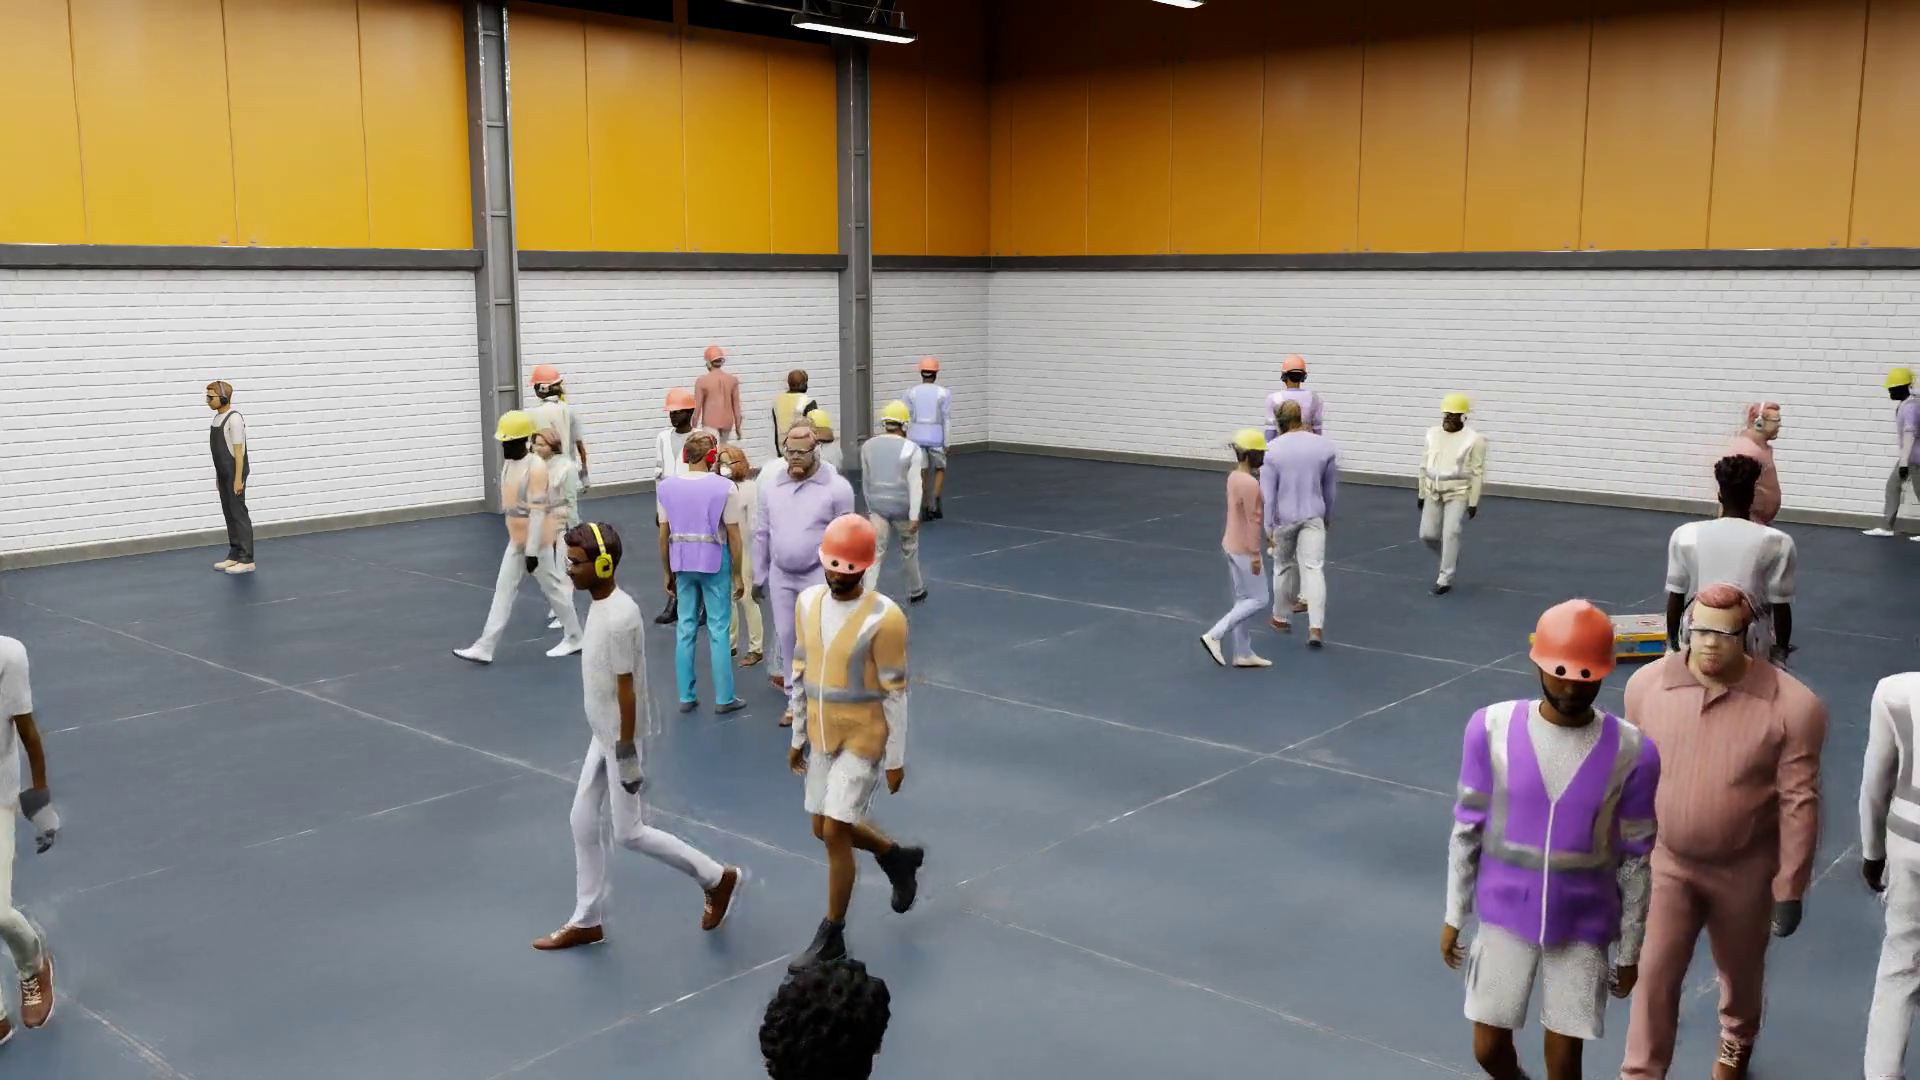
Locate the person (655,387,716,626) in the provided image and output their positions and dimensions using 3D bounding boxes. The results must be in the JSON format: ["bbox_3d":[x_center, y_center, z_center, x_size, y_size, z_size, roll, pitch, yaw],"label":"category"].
[{"bbox_3d":[-2.230,-0.266,13.447,0.543,1.939,0.370,4,10,22],"label":"person"}]

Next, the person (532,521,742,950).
[{"bbox_3d":[-1.375,0.821,6.979,0.809,1.837,0.522,-3,10,-21],"label":"person"}]

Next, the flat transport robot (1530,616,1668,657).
[{"bbox_3d":[5.101,0.723,12.460,1.431,0.197,0.652,-1,9,-9],"label":"flat transport robot"}]

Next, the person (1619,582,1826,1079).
[{"bbox_3d":[2.512,1.039,5.554,0.639,1.858,1.013,6,11,33],"label":"person"}]

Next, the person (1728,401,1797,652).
[{"bbox_3d":[6.090,-0.099,12.554,0.756,1.880,0.680,5,10,28],"label":"person"}]

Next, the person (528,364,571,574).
[{"bbox_3d":[-3.892,-0.676,15.842,0.375,1.997,0.608,1,9,7],"label":"person"}]

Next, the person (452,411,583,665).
[{"bbox_3d":[-3.171,-0.011,12.079,1.025,1.862,0.603,-8,12,-39],"label":"person"}]

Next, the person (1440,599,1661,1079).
[{"bbox_3d":[1.726,1.099,4.902,0.587,1.928,0.555,4,10,23],"label":"person"}]

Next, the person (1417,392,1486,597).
[{"bbox_3d":[4.355,-0.410,14.740,0.516,1.815,0.602,-8,12,-42],"label":"person"}]

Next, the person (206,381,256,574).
[{"bbox_3d":[-6.975,-0.602,15.880,0.510,1.841,0.337,9,12,43],"label":"person"}]

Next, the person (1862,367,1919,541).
[{"bbox_3d":[10.083,-0.902,17.699,0.864,1.852,0.622,4,10,21],"label":"person"}]

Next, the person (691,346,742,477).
[{"bbox_3d":[-3.075,-1.459,20.918,0.636,1.954,0.938,-7,12,-38],"label":"person"}]

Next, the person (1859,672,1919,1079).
[{"bbox_3d":[3.295,1.057,5.512,0.993,1.826,0.602,-9,13,-44],"label":"person"}]

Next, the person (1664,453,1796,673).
[{"bbox_3d":[3.872,0.531,8.441,0.619,1.951,0.743,6,11,34],"label":"person"}]

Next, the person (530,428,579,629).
[{"bbox_3d":[-3.264,-0.092,13.348,0.524,1.624,0.362,4,10,26],"label":"person"}]

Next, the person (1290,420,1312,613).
[{"bbox_3d":[2.860,-0.199,14.025,0.299,1.627,0.525,2,9,15],"label":"person"}]

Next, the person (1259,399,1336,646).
[{"bbox_3d":[2.611,-0.142,12.876,0.647,1.888,1.011,0,9,0],"label":"person"}]

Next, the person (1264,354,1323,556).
[{"bbox_3d":[3.323,-0.839,16.720,0.615,2.041,0.384,-2,9,-10],"label":"person"}]

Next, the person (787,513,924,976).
[{"bbox_3d":[-0.417,0.802,6.890,0.555,1.894,0.753,8,12,40],"label":"person"}]

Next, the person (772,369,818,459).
[{"bbox_3d":[-1.825,-0.964,18.224,0.633,1.817,0.778,8,12,41],"label":"person"}]

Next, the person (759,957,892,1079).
[{"bbox_3d":[-0.257,1.555,2.811,0.540,1.687,0.498,3,10,18],"label":"person"}]

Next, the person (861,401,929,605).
[{"bbox_3d":[-0.571,-0.276,14.012,0.599,1.794,0.932,4,10,23],"label":"person"}]

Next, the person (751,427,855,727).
[{"bbox_3d":[-0.993,0.231,10.474,0.663,1.891,0.417,3,9,17],"label":"person"}]

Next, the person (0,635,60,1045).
[{"bbox_3d":[-3.558,0.964,5.973,0.563,1.854,0.419,-1,9,-4],"label":"person"}]

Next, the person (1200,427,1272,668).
[{"bbox_3d":[2.006,0.071,11.876,0.491,1.752,0.547,-1,9,-7],"label":"person"}]

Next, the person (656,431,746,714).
[{"bbox_3d":[-1.669,0.218,10.726,0.563,1.838,0.389,2,9,13],"label":"person"}]

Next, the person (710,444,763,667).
[{"bbox_3d":[-1.630,0.109,12.088,0.508,1.628,0.285,6,11,35],"label":"person"}]

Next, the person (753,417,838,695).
[{"bbox_3d":[-0.986,0.141,11.009,0.638,1.895,0.950,-9,12,-43],"label":"person"}]

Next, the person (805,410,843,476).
[{"bbox_3d":[-1.229,-0.250,14.064,0.875,1.696,0.513,8,12,42],"label":"person"}]

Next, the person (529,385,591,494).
[{"bbox_3d":[-3.883,-0.615,15.993,0.643,1.826,0.654,2,9,12],"label":"person"}]

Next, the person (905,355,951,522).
[{"bbox_3d":[-0.365,-1.154,19.104,0.541,1.923,0.399,1,9,6],"label":"person"}]
